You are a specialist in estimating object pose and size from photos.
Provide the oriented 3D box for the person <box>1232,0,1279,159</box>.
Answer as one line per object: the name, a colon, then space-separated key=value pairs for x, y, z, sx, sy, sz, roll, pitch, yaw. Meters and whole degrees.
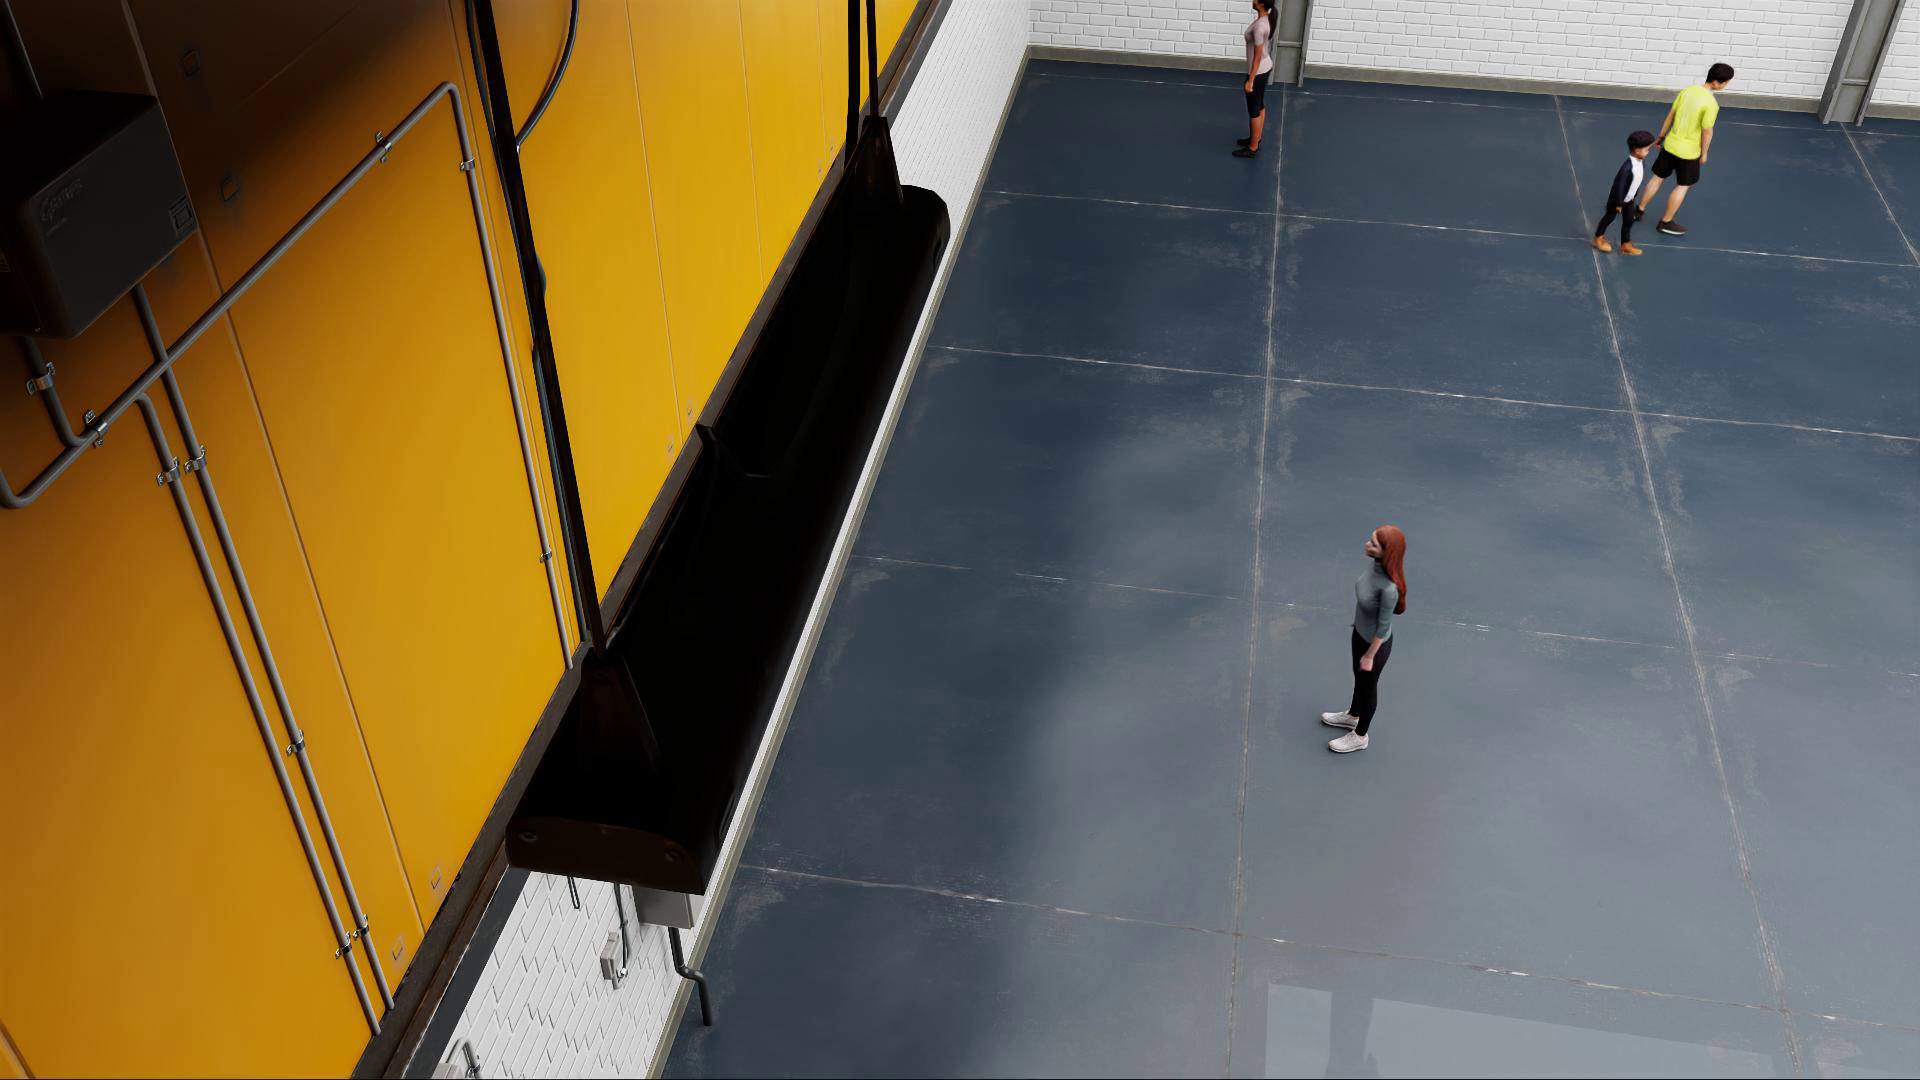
person: x=3.056 y=-4.784 z=17.028 sx=0.589 sy=1.747 sz=0.637 roll=14 pitch=41 yaw=16

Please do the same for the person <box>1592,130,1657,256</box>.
person: x=6.162 y=-3.274 z=15.568 sx=0.742 sy=1.208 sz=0.806 roll=-25 pitch=45 yaw=-28

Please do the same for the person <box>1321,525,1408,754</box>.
person: x=2.535 y=0.609 z=10.278 sx=0.571 sy=1.743 sz=0.599 roll=2 pitch=39 yaw=2

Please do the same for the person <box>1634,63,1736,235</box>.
person: x=6.804 y=-3.746 z=15.782 sx=0.854 sy=1.679 sz=0.874 roll=-24 pitch=44 yaw=-27
